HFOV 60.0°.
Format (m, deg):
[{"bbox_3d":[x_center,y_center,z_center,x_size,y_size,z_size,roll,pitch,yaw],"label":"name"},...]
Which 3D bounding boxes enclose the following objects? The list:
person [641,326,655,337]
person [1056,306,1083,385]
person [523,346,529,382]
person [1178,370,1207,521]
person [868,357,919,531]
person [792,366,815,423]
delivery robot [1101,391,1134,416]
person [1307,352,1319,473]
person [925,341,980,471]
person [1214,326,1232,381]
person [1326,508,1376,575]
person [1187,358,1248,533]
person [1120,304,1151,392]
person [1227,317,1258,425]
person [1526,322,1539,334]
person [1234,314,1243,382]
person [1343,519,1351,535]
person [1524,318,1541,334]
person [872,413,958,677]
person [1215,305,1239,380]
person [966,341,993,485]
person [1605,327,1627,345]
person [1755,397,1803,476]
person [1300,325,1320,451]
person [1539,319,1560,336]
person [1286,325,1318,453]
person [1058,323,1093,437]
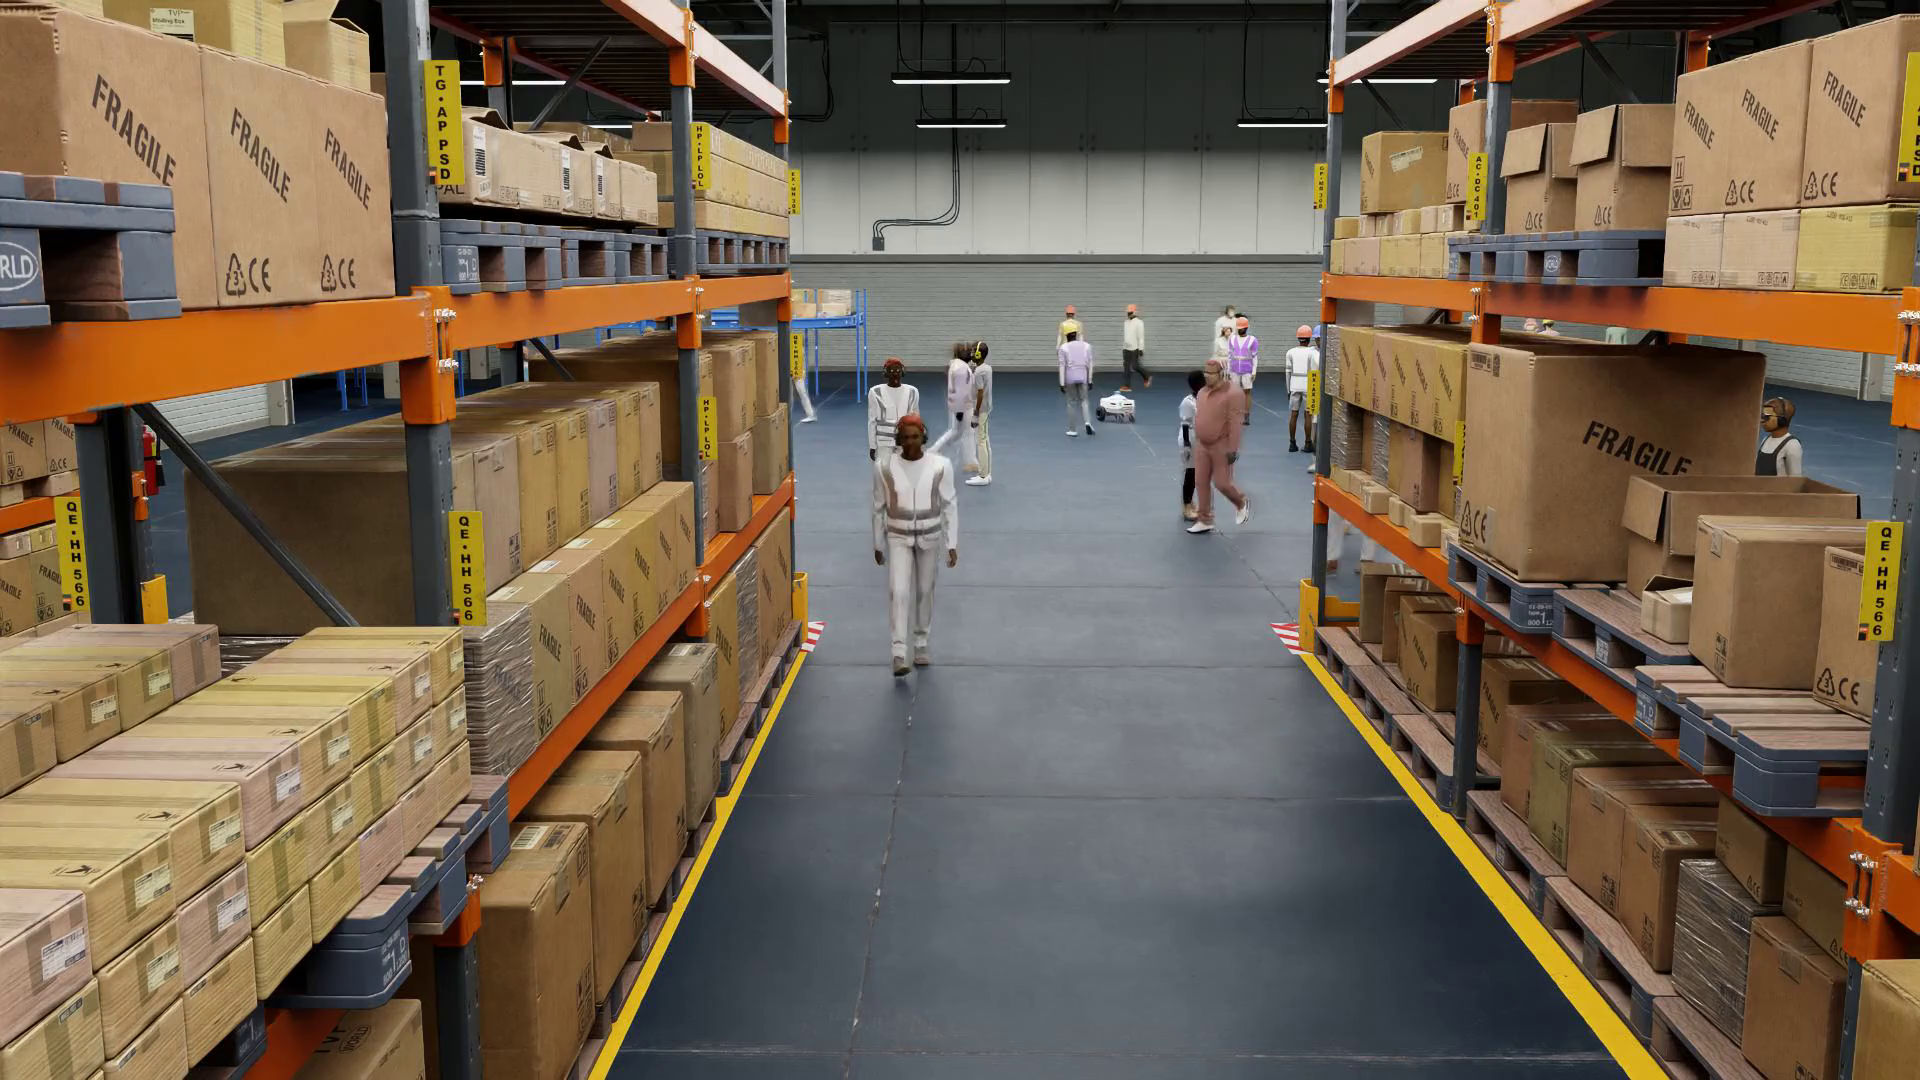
[{"bbox_3d":[-4.688,-2.266,25.223,0.631,1.940,0.372,-2,10,-10],"label":"person"},{"bbox_3d":[2.573,-4.512,38.842,0.581,1.889,0.998,-3,10,-16],"label":"person"},{"bbox_3d":[-6.732,-2.181,25.652,0.358,1.641,0.545,-4,10,-21],"label":"person"},{"bbox_3d":[2.686,-1.080,18.898,0.443,1.686,0.562,6,11,33],"label":"person"},{"bbox_3d":[-0.713,-1.037,18.029,0.575,1.883,0.355,-3,10,-17],"label":"person"},{"bbox_3d":[-3.036,-2.922,30.162,0.851,1.585,0.538,-2,10,-12],"label":"person"},{"bbox_3d":[2.889,-2.485,30.521,0.477,0.478,0.707,-5,11,-28],"label":"delivery robot"},{"bbox_3d":[5.098,-1.933,22.919,0.612,2.045,0.379,5,11,28],"label":"person"},{"bbox_3d":[-0.054,-1.862,23.210,0.803,1.819,0.621,-2,10,-10],"label":"person"},{"bbox_3d":[5.421,-3.603,34.204,0.521,1.612,0.702,-2,10,-12],"label":"person"},{"bbox_3d":[3.633,-0.598,15.317,0.606,1.916,0.822,7,11,34],"label":"person"},{"bbox_3d":[2.793,-1.019,17.911,0.657,1.883,0.653,-8,12,-40],"label":"person"},{"bbox_3d":[3.952,-4.356,37.635,0.693,1.975,0.620,-6,11,-33],"label":"person"},{"bbox_3d":[5.060,-3.037,29.874,0.546,1.928,0.385,4,10,25],"label":"person"},{"bbox_3d":[9.764,-2.779,28.440,0.401,1.896,0.646,-9,13,-42],"label":"person"},{"bbox_3d":[6.686,-4.652,40.334,0.846,1.652,0.556,7,12,36],"label":"person"},{"bbox_3d":[4.287,-0.962,17.703,0.627,1.844,0.429,4,10,25],"label":"person"},{"bbox_3d":[10.501,-3.155,30.726,0.689,1.880,0.435,0,9,3],"label":"person"},{"bbox_3d":[-0.314,0.034,11.730,0.591,1.835,0.954,-1,10,-5],"label":"person"},{"bbox_3d":[6.286,-4.494,38.622,0.653,1.912,0.748,-4,10,-23],"label":"person"},{"bbox_3d":[0.257,-1.668,21.849,0.329,1.872,0.507,3,10,15],"label":"person"},{"bbox_3d":[15.740,-4.569,39.939,0.512,1.632,0.293,1,10,8],"label":"person"},{"bbox_3d":[6.434,-0.205,13.159,0.350,1.846,0.506,0,9,-1],"label":"person"},{"bbox_3d":[5.522,-2.320,25.516,0.615,1.945,0.406,7,12,36],"label":"person"},{"bbox_3d":[12.492,-3.881,35.419,0.533,1.765,0.329,-2,10,-14],"label":"person"},{"bbox_3d":[5.276,-2.325,25.568,0.545,1.942,0.354,6,11,33],"label":"person"},{"bbox_3d":[1.944,-2.682,27.851,0.619,1.896,0.638,-3,10,-17],"label":"person"}]
